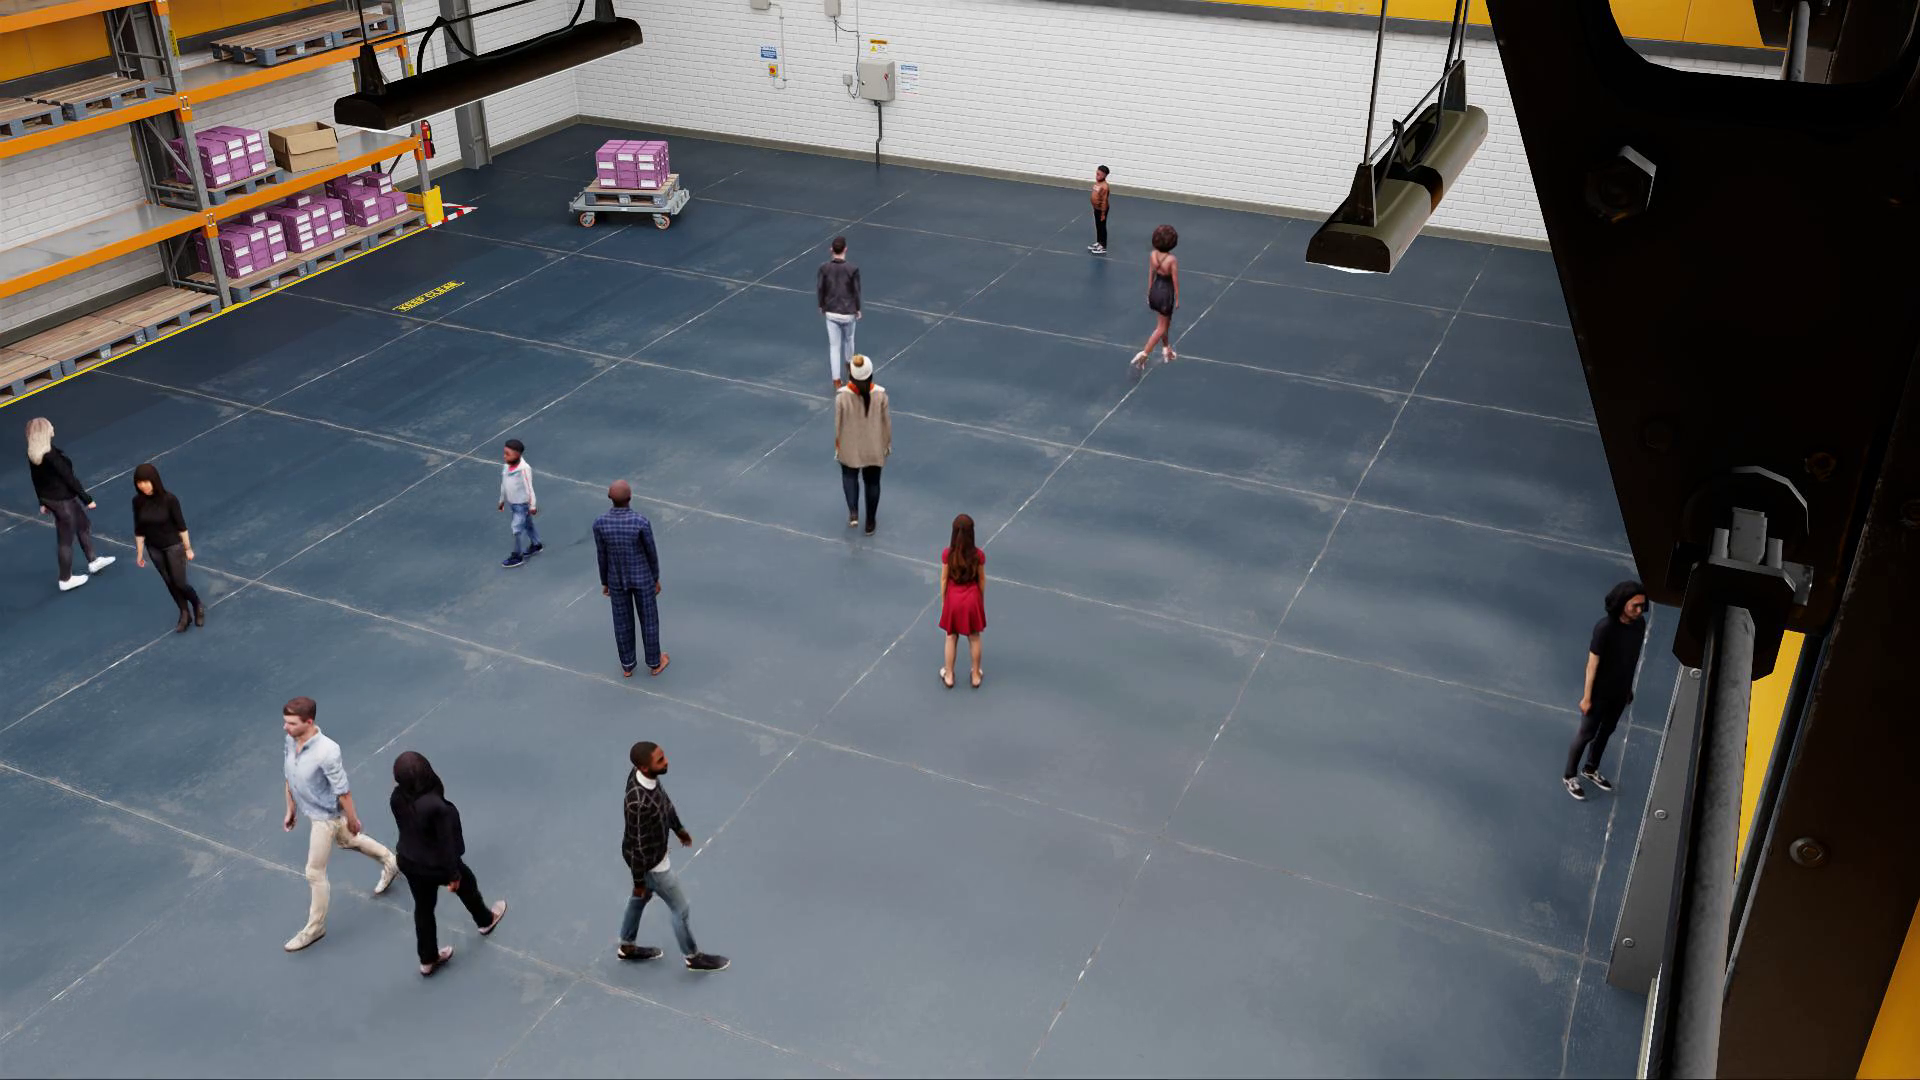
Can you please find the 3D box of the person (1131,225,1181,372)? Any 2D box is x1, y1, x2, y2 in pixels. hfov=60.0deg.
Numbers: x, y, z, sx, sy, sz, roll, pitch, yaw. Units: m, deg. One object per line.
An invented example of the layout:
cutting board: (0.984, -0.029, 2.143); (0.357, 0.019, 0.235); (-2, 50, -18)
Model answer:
person: (2.351, -2.807, 19.638); (1.147, 1.758, 0.842); (-23, 36, -36)

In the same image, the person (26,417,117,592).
person: (-8.255, -0.288, 15.117); (0.724, 1.666, 0.881); (21, 35, 34)

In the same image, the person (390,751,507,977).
person: (-3.481, 2.144, 10.759); (0.674, 1.569, 0.934); (14, 32, 24)

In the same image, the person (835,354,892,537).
person: (-0.955, -0.893, 16.005); (0.812, 1.876, 0.809); (0, 29, 0)

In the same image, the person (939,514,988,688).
person: (0.024, 0.502, 13.791); (0.666, 1.548, 0.722); (-1, 29, -2)

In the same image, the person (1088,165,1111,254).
person: (2.018, -4.725, 23.678); (0.649, 1.255, 0.583); (-9, 30, -16)

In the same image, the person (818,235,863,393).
person: (-1.394, -2.565, 19.159); (0.955, 1.792, 1.207); (1, 29, 2)

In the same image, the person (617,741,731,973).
person: (-2.102, 2.046, 10.712); (1.054, 1.786, 1.066); (-4, 29, -7)

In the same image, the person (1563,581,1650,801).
person: (4.846, 1.081, 12.430); (0.680, 1.834, 0.761); (-12, 31, -21)

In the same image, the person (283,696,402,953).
person: (-4.184, 1.781, 11.165); (0.879, 1.818, 1.296); (22, 35, 34)

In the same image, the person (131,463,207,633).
person: (-6.926, 0.030, 14.573); (0.672, 1.628, 0.698); (0, 29, 0)

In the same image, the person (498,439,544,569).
person: (-4.118, -0.402, 15.769); (0.778, 1.239, 0.628); (-23, 36, -36)

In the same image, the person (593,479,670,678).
person: (-2.741, 0.315, 13.852); (0.756, 1.819, 0.759); (-1, 29, -1)
